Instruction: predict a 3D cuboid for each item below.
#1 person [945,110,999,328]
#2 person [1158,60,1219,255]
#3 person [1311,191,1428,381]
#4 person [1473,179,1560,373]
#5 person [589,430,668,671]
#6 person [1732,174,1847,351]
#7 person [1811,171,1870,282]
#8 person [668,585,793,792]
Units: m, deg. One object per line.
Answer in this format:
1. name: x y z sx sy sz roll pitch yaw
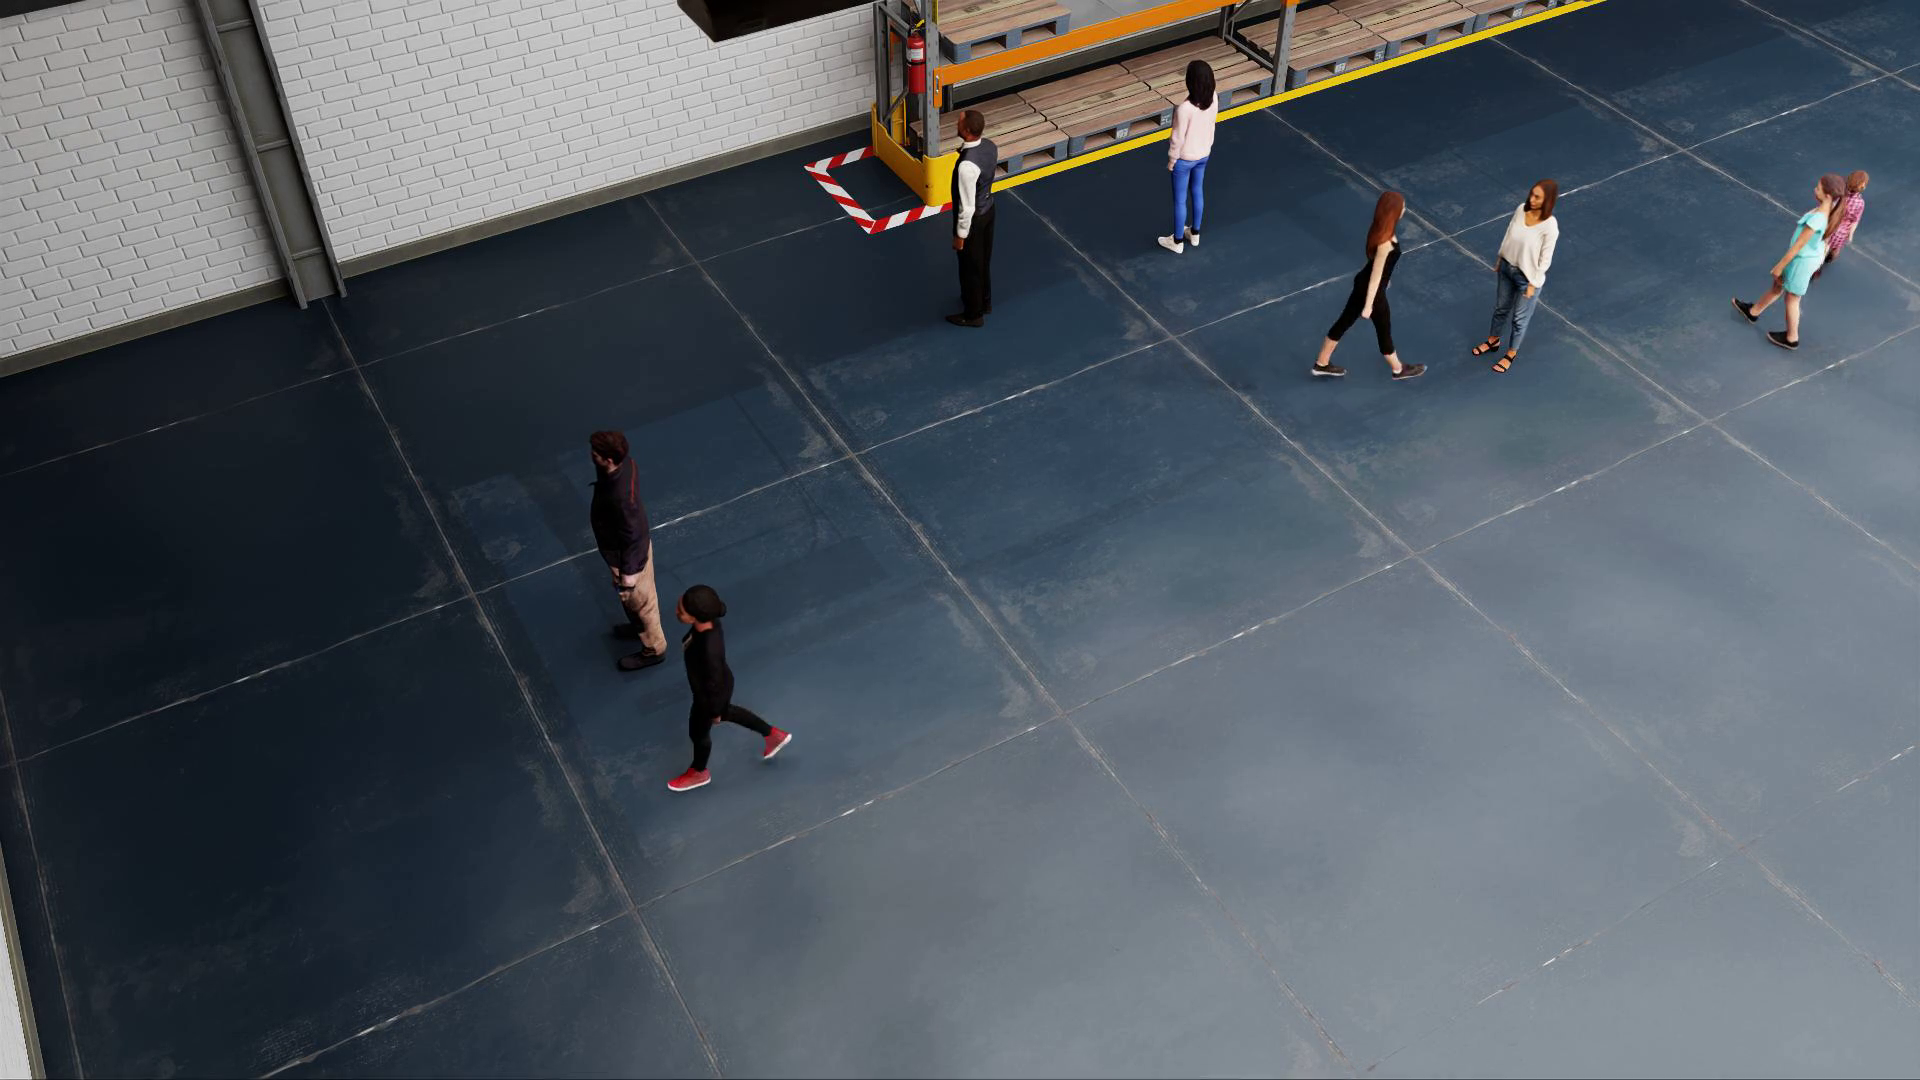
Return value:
1. person: 0.111 -2.589 13.395 0.842 1.919 0.742 16 46 17
2. person: 1.976 -3.277 14.225 0.509 1.769 0.729 -27 50 -25
3. person: 3.082 -1.916 12.857 1.195 1.686 0.989 1 44 1
4. person: 4.411 -2.098 13.051 0.526 1.682 0.605 -21 47 -20
5. person: -2.121 0.052 10.618 0.734 1.924 0.775 -7 44 -7
6. person: 6.771 -2.189 13.253 0.873 1.535 0.724 -30 51 -28
7. person: 7.438 -2.648 14.120 0.595 1.005 0.753 28 50 26
8. person: -1.421 0.872 9.958 1.109 1.649 0.840 -7 44 -7
